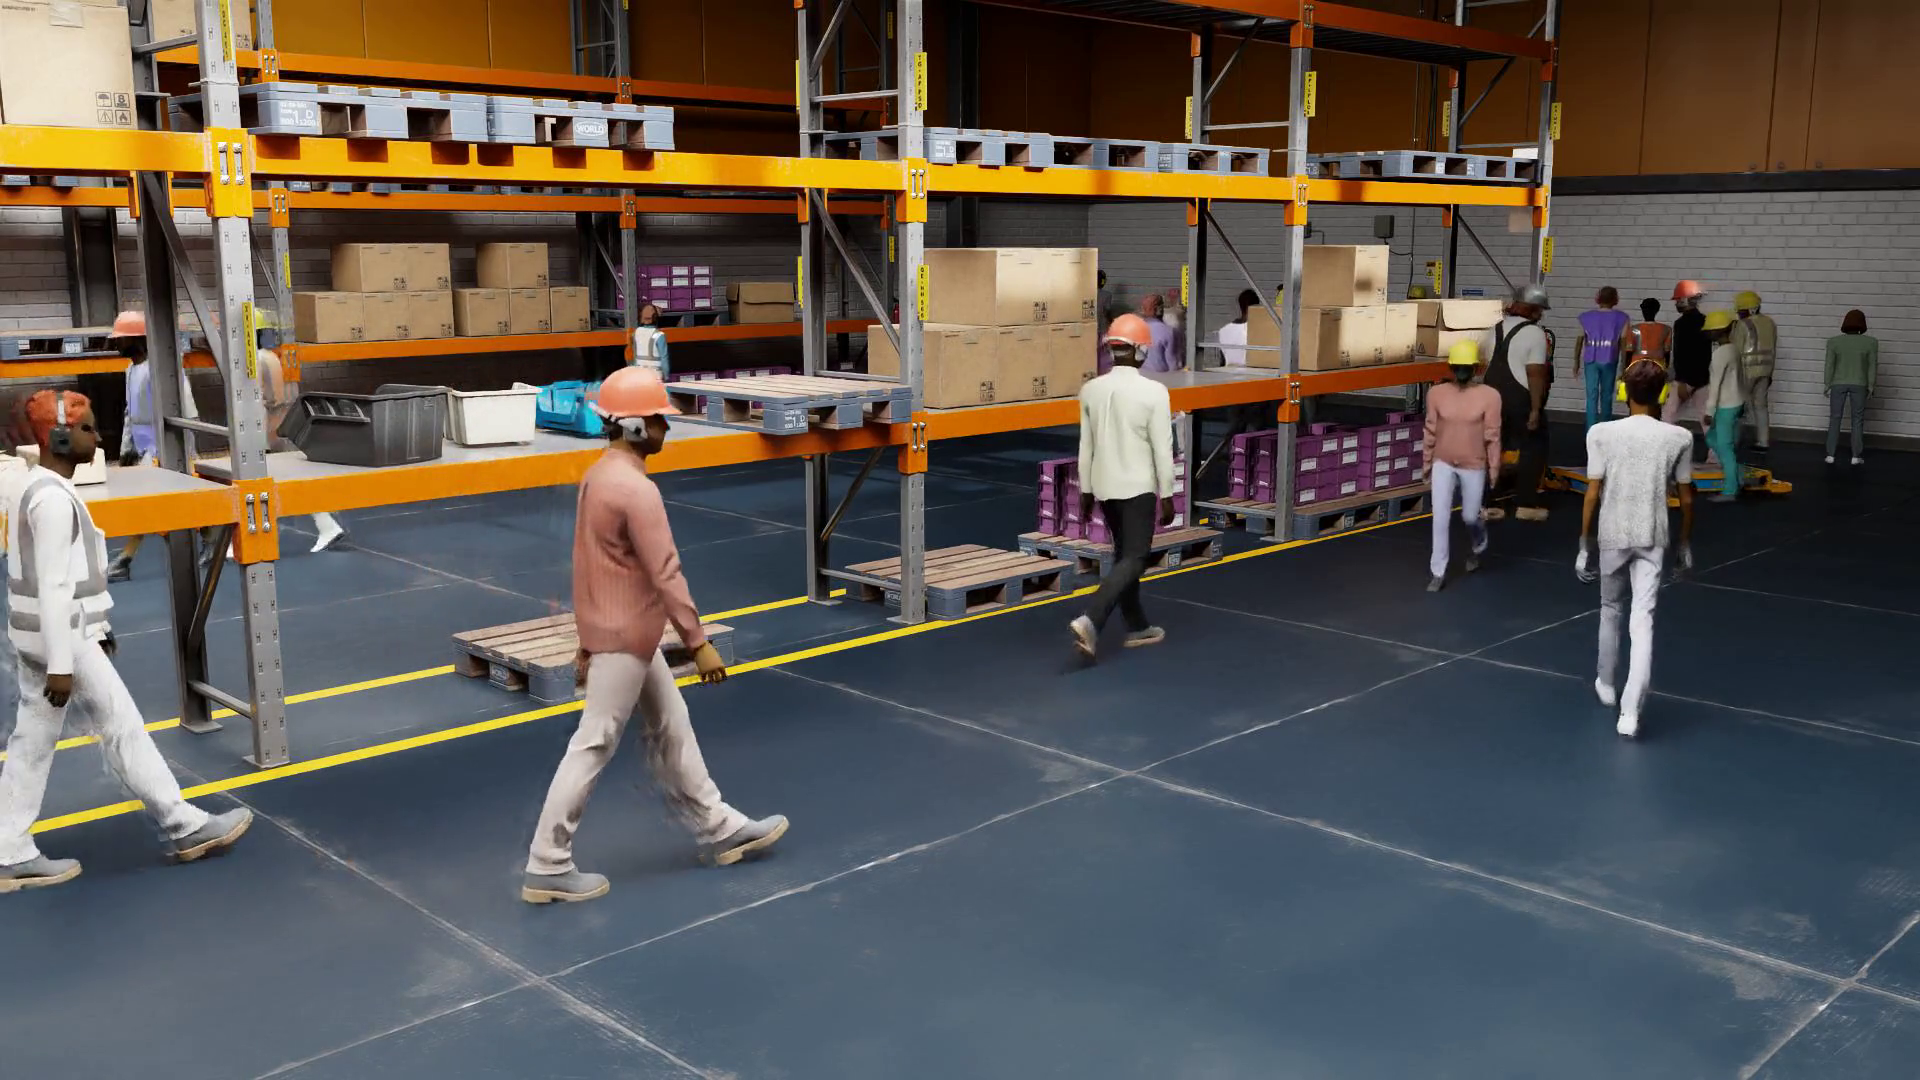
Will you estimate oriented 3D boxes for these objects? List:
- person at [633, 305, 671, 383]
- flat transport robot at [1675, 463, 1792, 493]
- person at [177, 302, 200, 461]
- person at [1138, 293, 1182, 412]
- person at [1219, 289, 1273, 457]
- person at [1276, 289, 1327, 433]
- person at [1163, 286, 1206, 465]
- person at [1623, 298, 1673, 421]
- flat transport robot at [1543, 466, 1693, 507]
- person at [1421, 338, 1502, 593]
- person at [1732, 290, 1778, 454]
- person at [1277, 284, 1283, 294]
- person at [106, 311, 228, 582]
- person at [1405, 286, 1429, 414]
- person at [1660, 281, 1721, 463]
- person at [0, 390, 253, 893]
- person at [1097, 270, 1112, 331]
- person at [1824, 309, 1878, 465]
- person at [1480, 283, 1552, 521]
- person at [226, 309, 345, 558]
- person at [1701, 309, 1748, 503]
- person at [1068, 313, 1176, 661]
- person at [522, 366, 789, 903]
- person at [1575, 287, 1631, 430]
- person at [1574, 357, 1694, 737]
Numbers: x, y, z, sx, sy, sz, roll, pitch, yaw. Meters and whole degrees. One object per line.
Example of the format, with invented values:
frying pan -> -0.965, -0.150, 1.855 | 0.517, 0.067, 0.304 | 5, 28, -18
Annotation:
person -> -3.455, -1.803, 18.586 | 0.536, 1.631, 0.323 | 8, 13, 38
flat transport robot -> 6.972, -0.580, 15.637 | 1.431, 0.197, 0.652 | -2, 11, -9
person -> -6.515, -1.088, 13.945 | 0.952, 1.896, 0.662 | -8, 13, -38
person -> 1.745, -1.396, 15.752 | 0.849, 1.871, 0.660 | -9, 14, -40
person -> 2.686, -1.396, 15.617 | 0.456, 1.902, 0.633 | -9, 14, -41
person -> 3.563, -1.619, 16.892 | 0.787, 1.883, 0.632 | -2, 11, -12
person -> 2.219, -1.727, 17.502 | 0.735, 1.888, 0.652 | 1, 10, 7
person -> 7.896, -1.931, 19.123 | 0.532, 1.694, 0.319 | 1, 10, 6
flat transport robot -> 5.995, -0.502, 15.211 | 0.652, 0.197, 1.431 | -2, 11, -9
person -> 3.459, -0.531, 11.409 | 0.528, 1.735, 0.755 | 6, 12, 29
person -> 8.727, -1.842, 18.332 | 0.622, 1.806, 0.427 | -4, 11, -23
person -> 3.792, -2.033, 19.231 | 0.316, 1.861, 0.514 | 0, 10, 0
person -> -5.703, -0.666, 11.727 | 1.008, 1.880, 0.566 | -9, 14, -41
person -> 6.013, -2.476, 21.954 | 0.487, 1.746, 0.285 | -6, 12, -30
person -> 7.362, -1.647, 16.902 | 0.646, 1.933, 1.020 | -7, 13, -34
person -> -3.208, 0.359, 6.208 | 0.956, 1.838, 0.604 | -7, 13, -35
person -> 2.148, -3.249, 25.828 | 0.516, 1.872, 0.327 | 5, 12, 28
person -> 9.371, -1.604, 17.523 | 0.497, 1.626, 0.286 | 7, 12, 32
person -> 4.717, -1.167, 14.008 | 0.705, 2.000, 0.713 | -5, 12, -27
person -> -5.160, -0.802, 12.464 | 0.959, 1.889, 0.601 | -1, 10, -6
person -> 6.857, -1.198, 14.969 | 0.411, 1.746, 0.543 | 8, 13, 37
person -> 0.908, -0.297, 9.453 | 0.897, 1.969, 0.623 | -10, 14, -43
person -> -1.158, 0.341, 6.071 | 1.044, 1.936, 0.605 | -4, 11, -21
person -> 7.549, -2.071, 19.584 | 0.579, 1.792, 0.975 | 4, 11, 19
person -> 3.327, 0.015, 8.189 | 0.547, 1.817, 1.001 | 3, 11, 18
